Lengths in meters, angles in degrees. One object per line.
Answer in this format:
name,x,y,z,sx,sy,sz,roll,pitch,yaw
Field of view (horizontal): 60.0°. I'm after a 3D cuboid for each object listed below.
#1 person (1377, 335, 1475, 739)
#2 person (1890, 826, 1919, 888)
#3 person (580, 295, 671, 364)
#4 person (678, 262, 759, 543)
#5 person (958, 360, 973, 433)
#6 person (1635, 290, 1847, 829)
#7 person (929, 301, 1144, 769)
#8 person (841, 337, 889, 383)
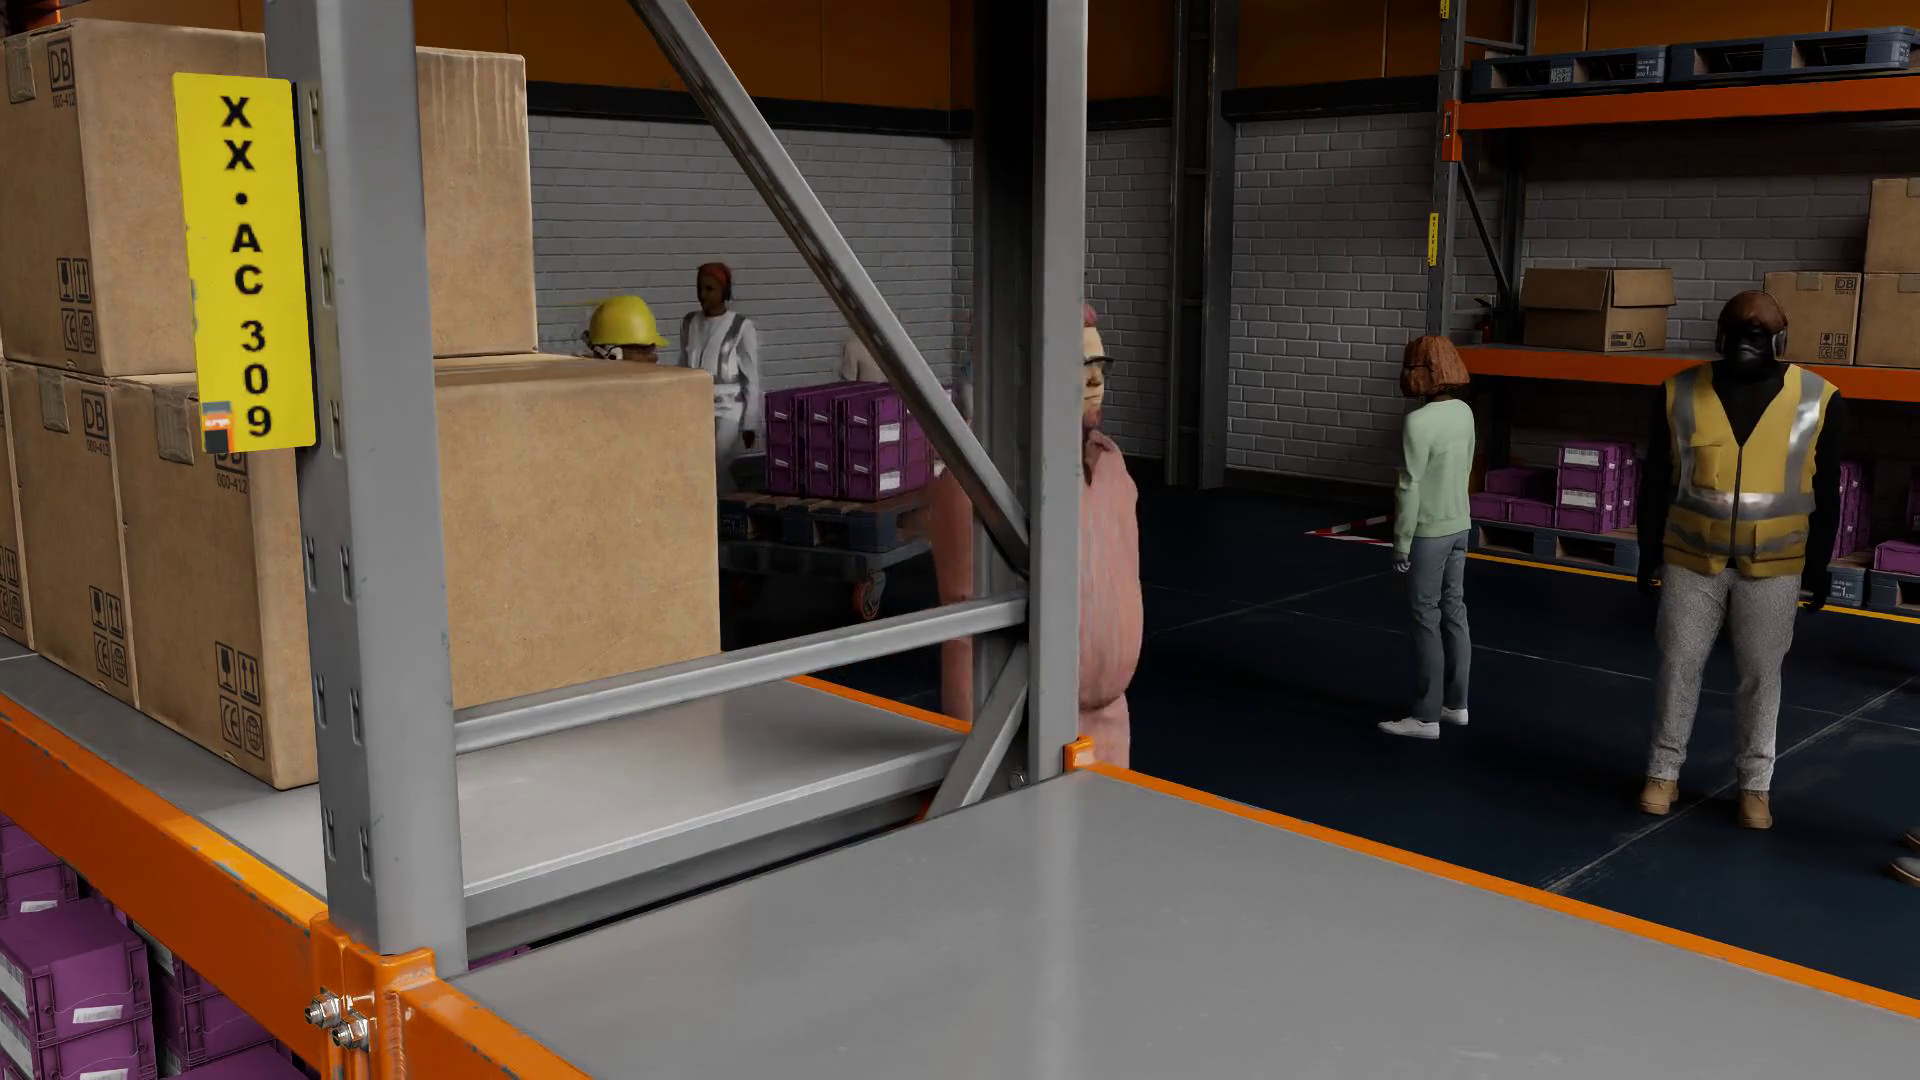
person,1.912,-0.013,6.756,0.288,1.626,0.497,9,14,42
person,3.153,0.100,5.129,0.393,1.990,0.616,8,13,38
person,-1.245,0.039,5.939,0.605,1.816,0.609,1,10,3
person,-1.457,-0.771,10.235,0.593,1.865,0.677,7,12,33
person,0.236,-0.217,7.296,0.599,1.832,0.404,-5,12,-26
person,2.648,0.071,5.707,0.634,1.839,0.429,5,12,26
person,0.158,0.384,3.875,0.709,1.887,0.650,9,14,40
person,-0.608,-0.900,11.702,0.504,1.580,0.898,-8,13,-38
